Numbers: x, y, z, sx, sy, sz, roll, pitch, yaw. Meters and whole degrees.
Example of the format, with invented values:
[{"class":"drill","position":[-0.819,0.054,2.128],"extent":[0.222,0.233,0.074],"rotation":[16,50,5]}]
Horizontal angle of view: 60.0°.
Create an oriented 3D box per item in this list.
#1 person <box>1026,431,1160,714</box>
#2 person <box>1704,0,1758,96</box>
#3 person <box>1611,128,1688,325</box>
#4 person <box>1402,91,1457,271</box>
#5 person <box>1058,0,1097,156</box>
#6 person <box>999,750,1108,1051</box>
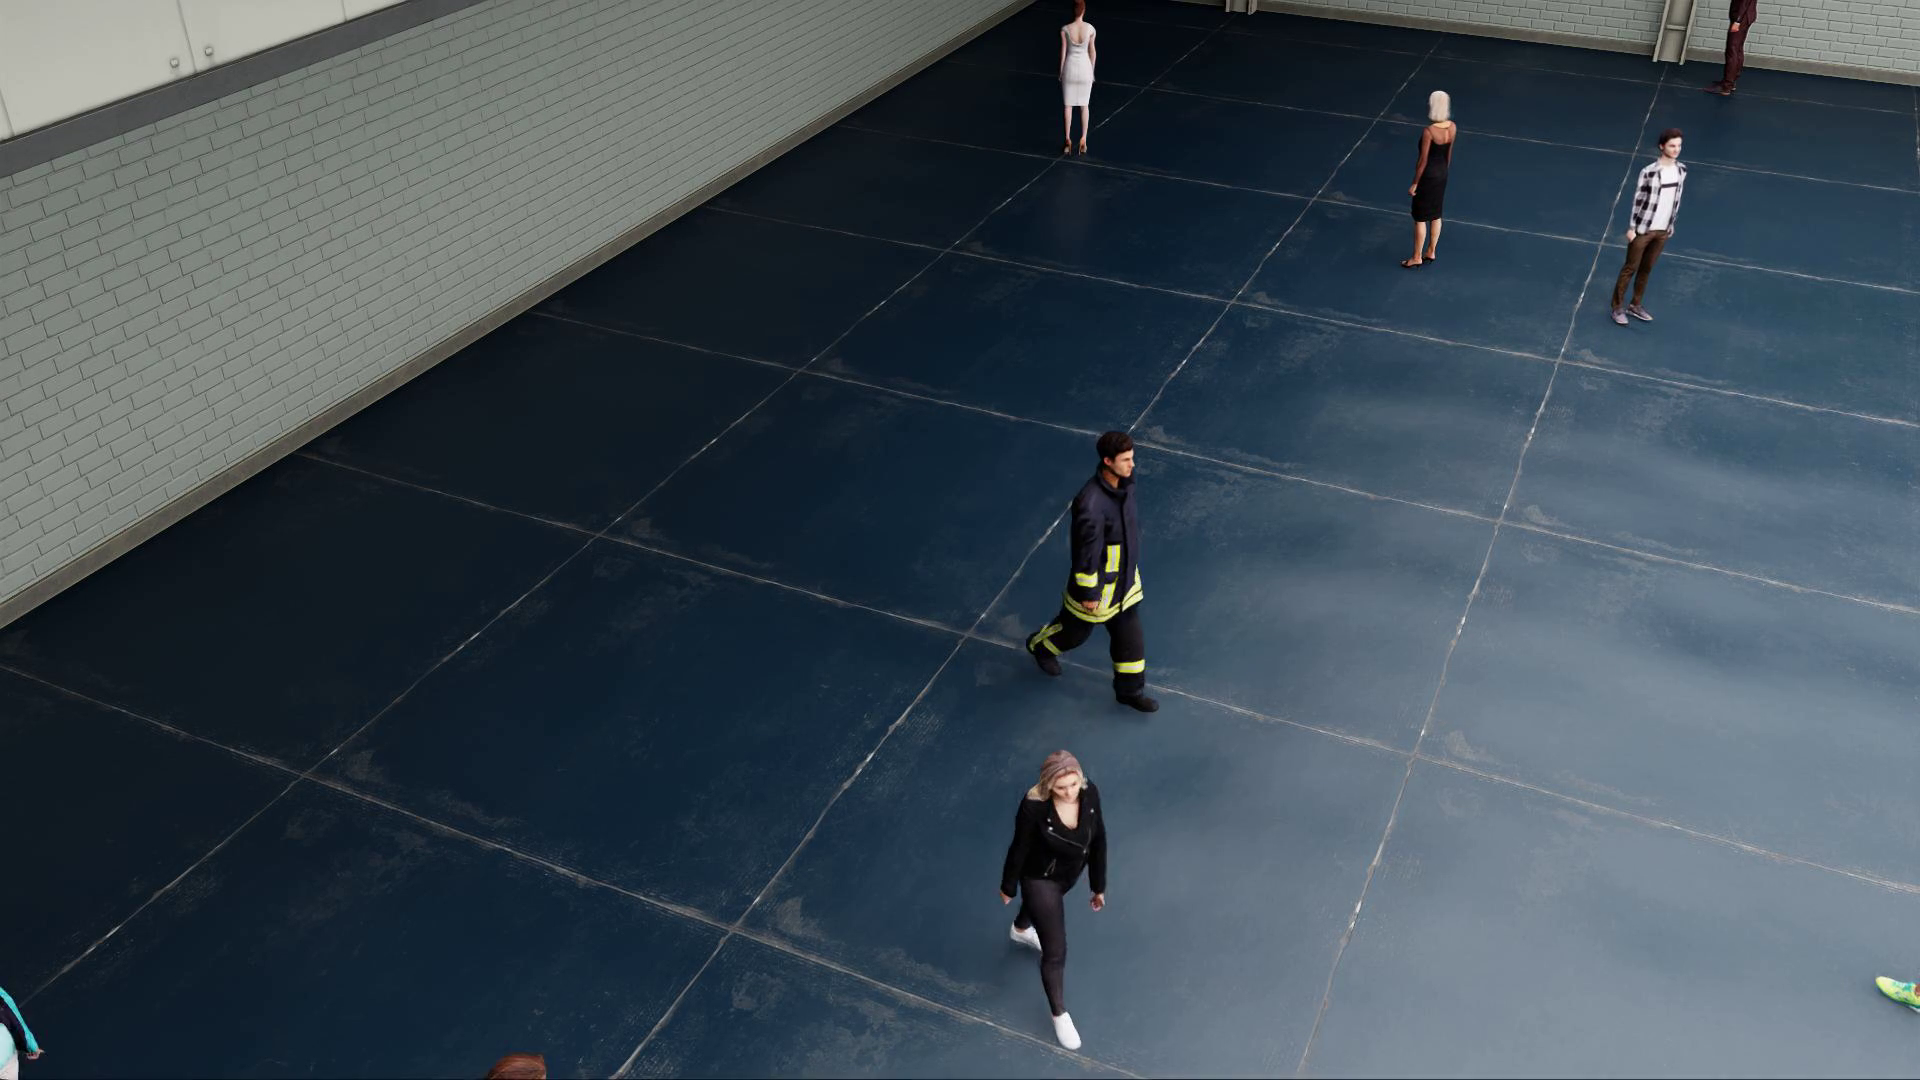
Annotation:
[{"class":"person","position":[0.795,0.175,10.164],"extent":[1.299,1.892,0.993],"rotation":[25,40,33]},{"class":"person","position":[9.820,-6.565,20.875],"extent":[0.663,1.864,0.738],"rotation":[22,38,31]},{"class":"person","position":[6.244,-2.849,15.037],"extent":[0.681,1.808,0.762],"rotation":[-8,33,-12]},{"class":"person","position":[4.552,-3.470,16.081],"extent":[0.679,1.745,0.685],"rotation":[-19,37,-27]},{"class":"person","position":[1.323,-5.273,18.894],"extent":[0.541,1.793,0.694],"rotation":[2,32,2]},{"class":"person","position":[0.419,1.609,8.143],"extent":[0.975,1.623,1.156],"rotation":[-23,39,-31]}]
